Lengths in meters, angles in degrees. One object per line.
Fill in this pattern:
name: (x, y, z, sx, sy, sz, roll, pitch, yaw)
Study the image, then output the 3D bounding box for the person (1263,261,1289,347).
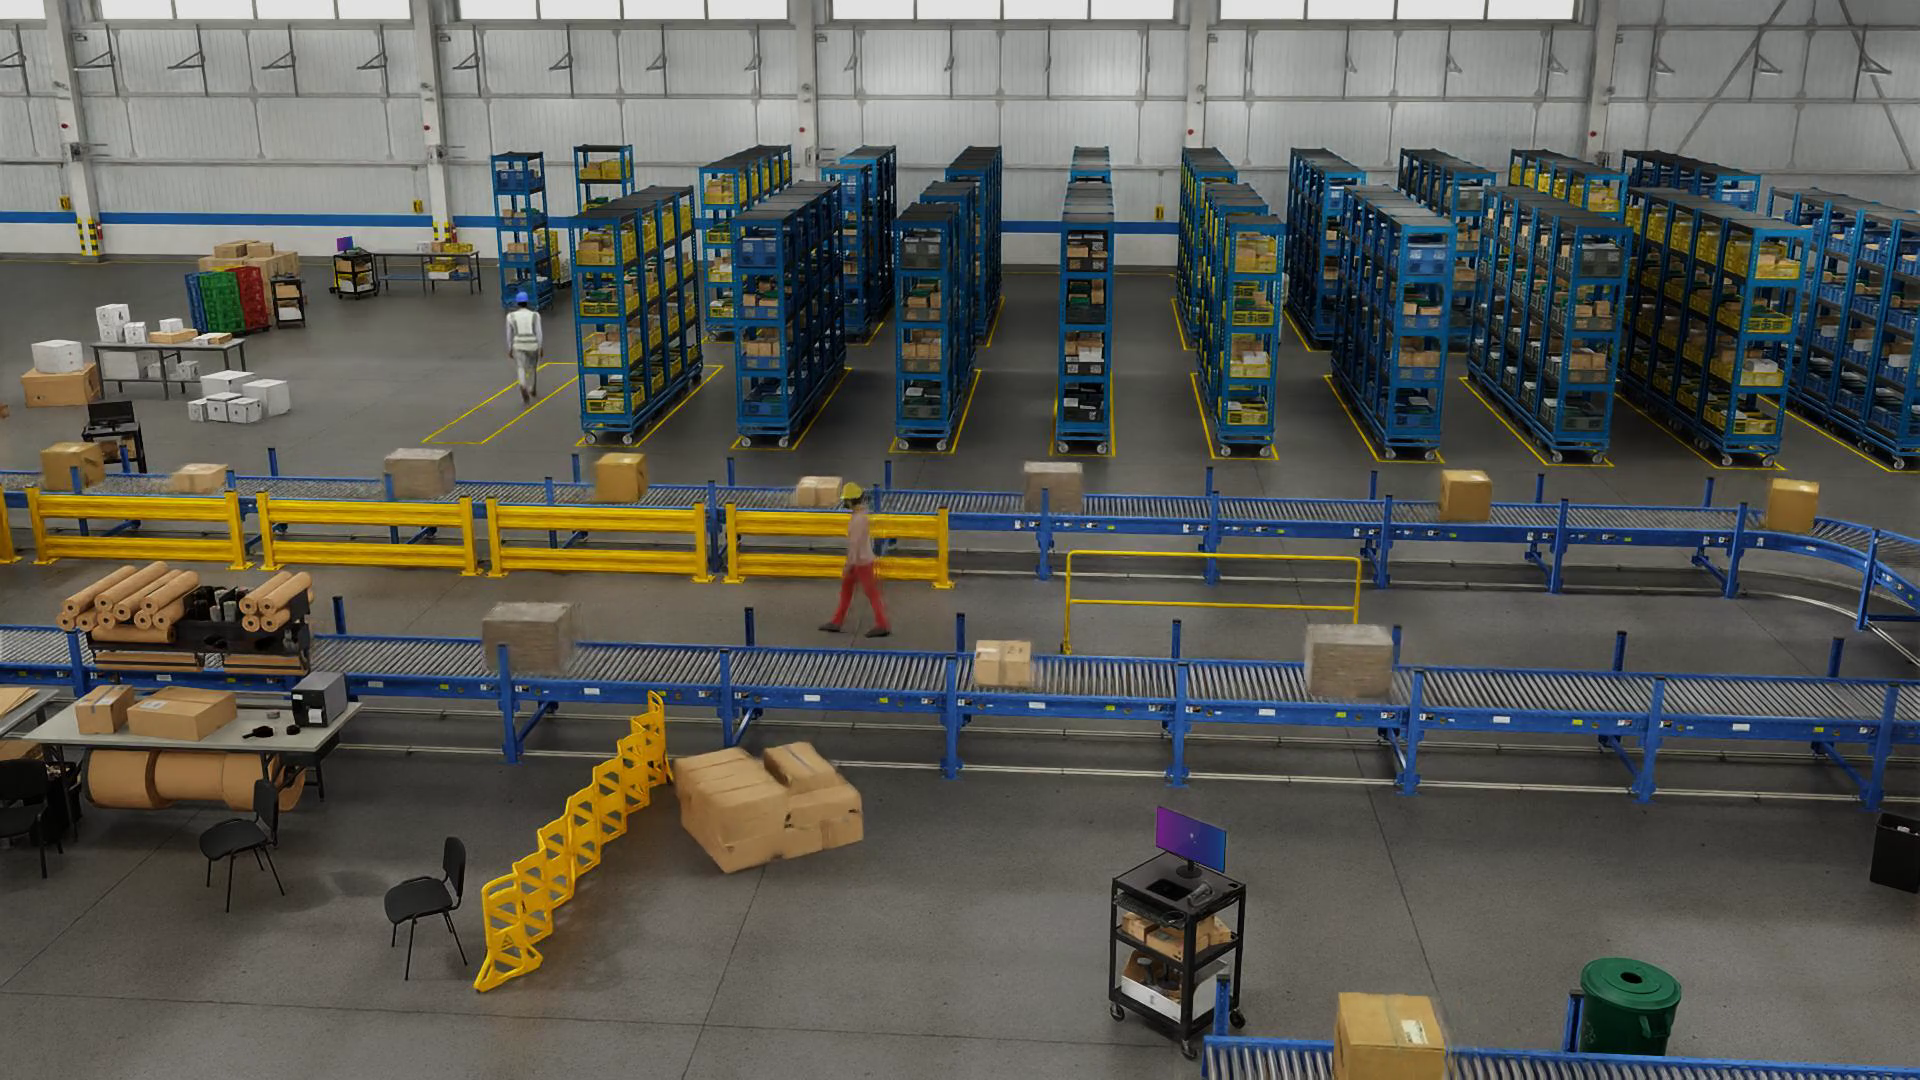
person: (6.409, -4.857, 34.002, 0.616, 1.823, 0.403, -6, 18, -17)

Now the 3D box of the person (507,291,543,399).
person: (-7.627, -3.405, 29.213, 0.613, 1.928, 0.722, -4, 18, -14)

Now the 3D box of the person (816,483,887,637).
person: (-1.184, 0.236, 17.972, 0.845, 1.728, 0.542, -3, 18, -9)
